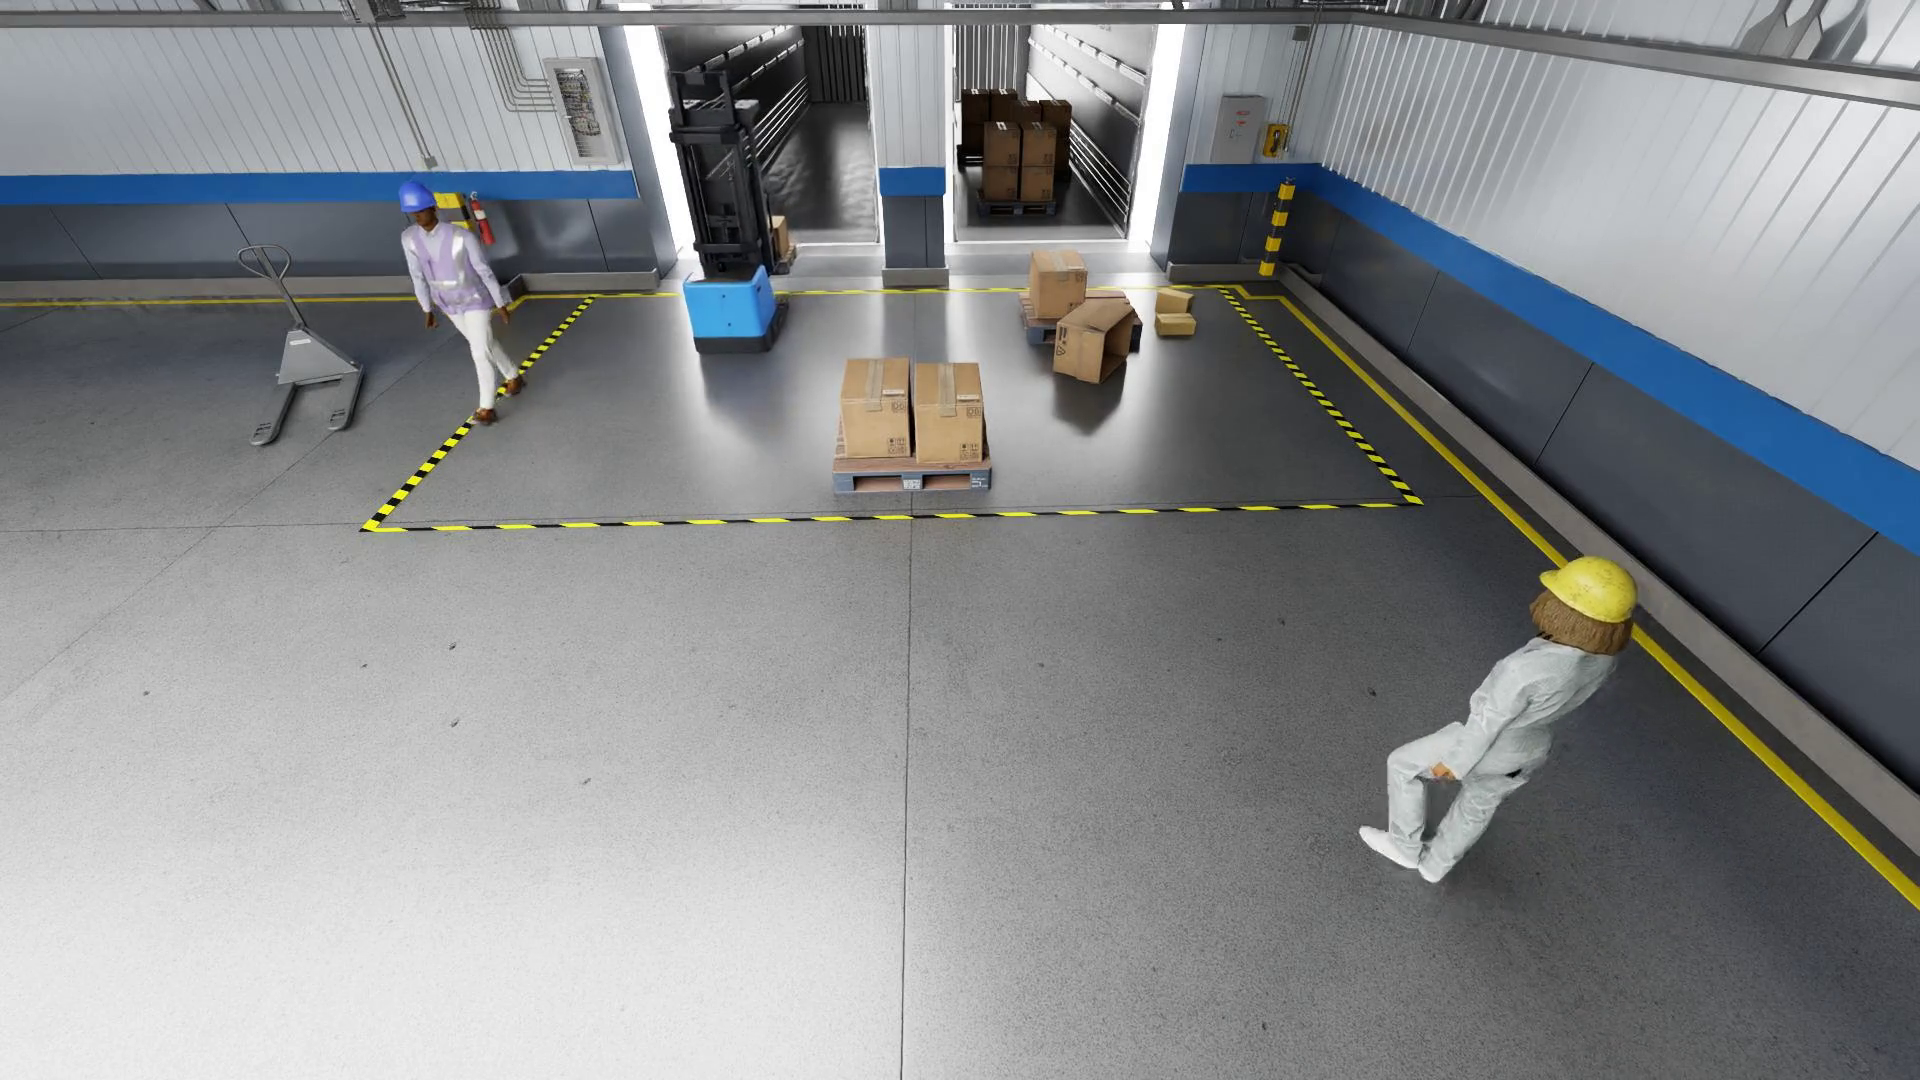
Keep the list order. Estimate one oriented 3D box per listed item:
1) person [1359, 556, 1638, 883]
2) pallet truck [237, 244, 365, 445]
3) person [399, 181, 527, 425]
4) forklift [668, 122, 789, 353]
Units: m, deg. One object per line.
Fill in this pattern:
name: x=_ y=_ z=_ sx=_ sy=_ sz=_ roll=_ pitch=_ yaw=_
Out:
person: x=2.030 y=0.749 z=2.833 sx=0.501 sy=1.731 sz=0.364 roll=-11 pitch=40 yaw=-13
pallet truck: x=-5.915 y=-1.733 z=6.366 sx=0.680 sy=1.201 sz=1.601 roll=-18 pitch=42 yaw=-21
person: x=-4.181 y=-1.938 z=6.090 sx=0.641 sy=1.893 sz=0.972 roll=2 pitch=38 yaw=2
forklift: x=-2.346 y=-2.928 z=7.226 sx=0.716 sy=2.013 sz=0.776 roll=-1 pitch=38 yaw=-1
